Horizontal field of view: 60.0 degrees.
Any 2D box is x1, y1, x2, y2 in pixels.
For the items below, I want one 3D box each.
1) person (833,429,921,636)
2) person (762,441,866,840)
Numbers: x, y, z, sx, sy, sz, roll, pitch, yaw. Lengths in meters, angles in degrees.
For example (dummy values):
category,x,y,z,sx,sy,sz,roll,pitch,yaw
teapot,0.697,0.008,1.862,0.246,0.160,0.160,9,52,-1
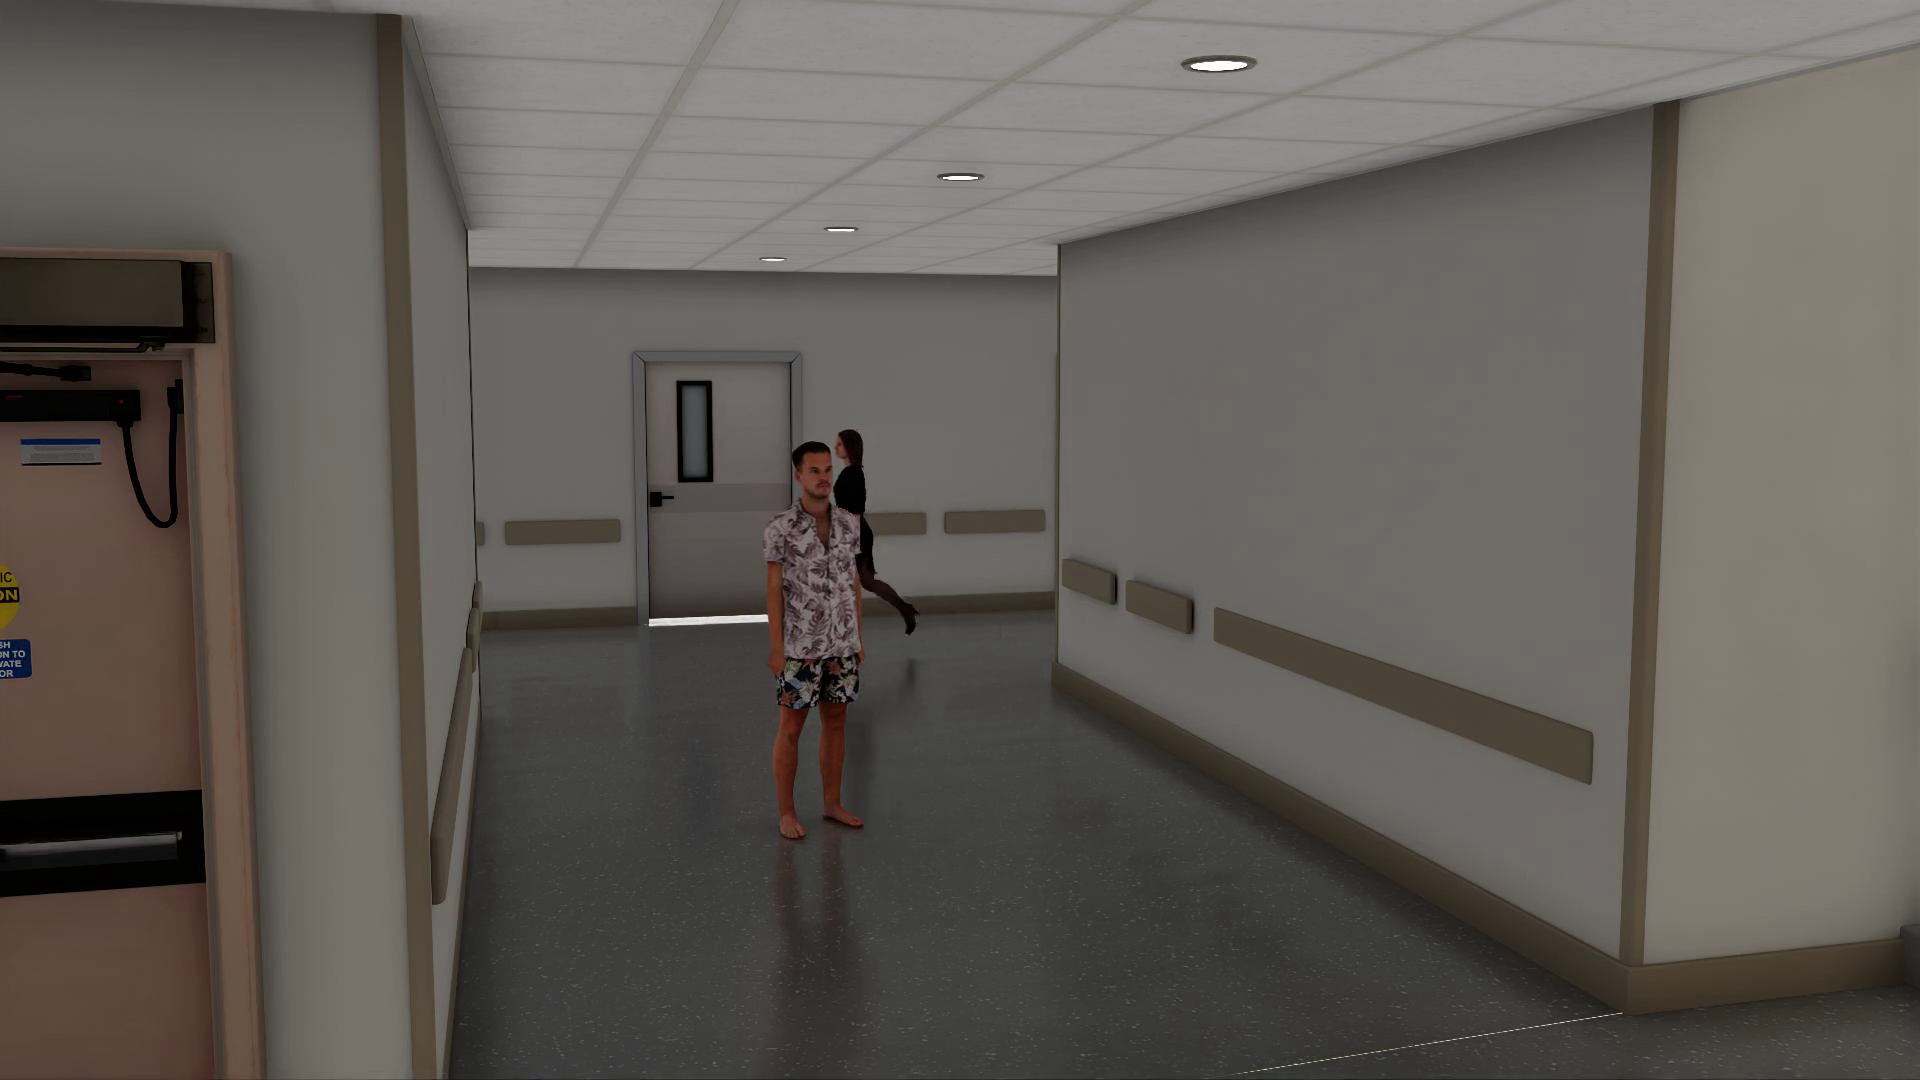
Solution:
category,x,y,z,sx,sy,sz,roll,pitch,yaw
person,-0.724,0.013,12.755,1.035,1.676,0.606,-2,6,-18
person,-0.686,0.443,7.782,0.634,1.816,0.795,-4,7,-35
